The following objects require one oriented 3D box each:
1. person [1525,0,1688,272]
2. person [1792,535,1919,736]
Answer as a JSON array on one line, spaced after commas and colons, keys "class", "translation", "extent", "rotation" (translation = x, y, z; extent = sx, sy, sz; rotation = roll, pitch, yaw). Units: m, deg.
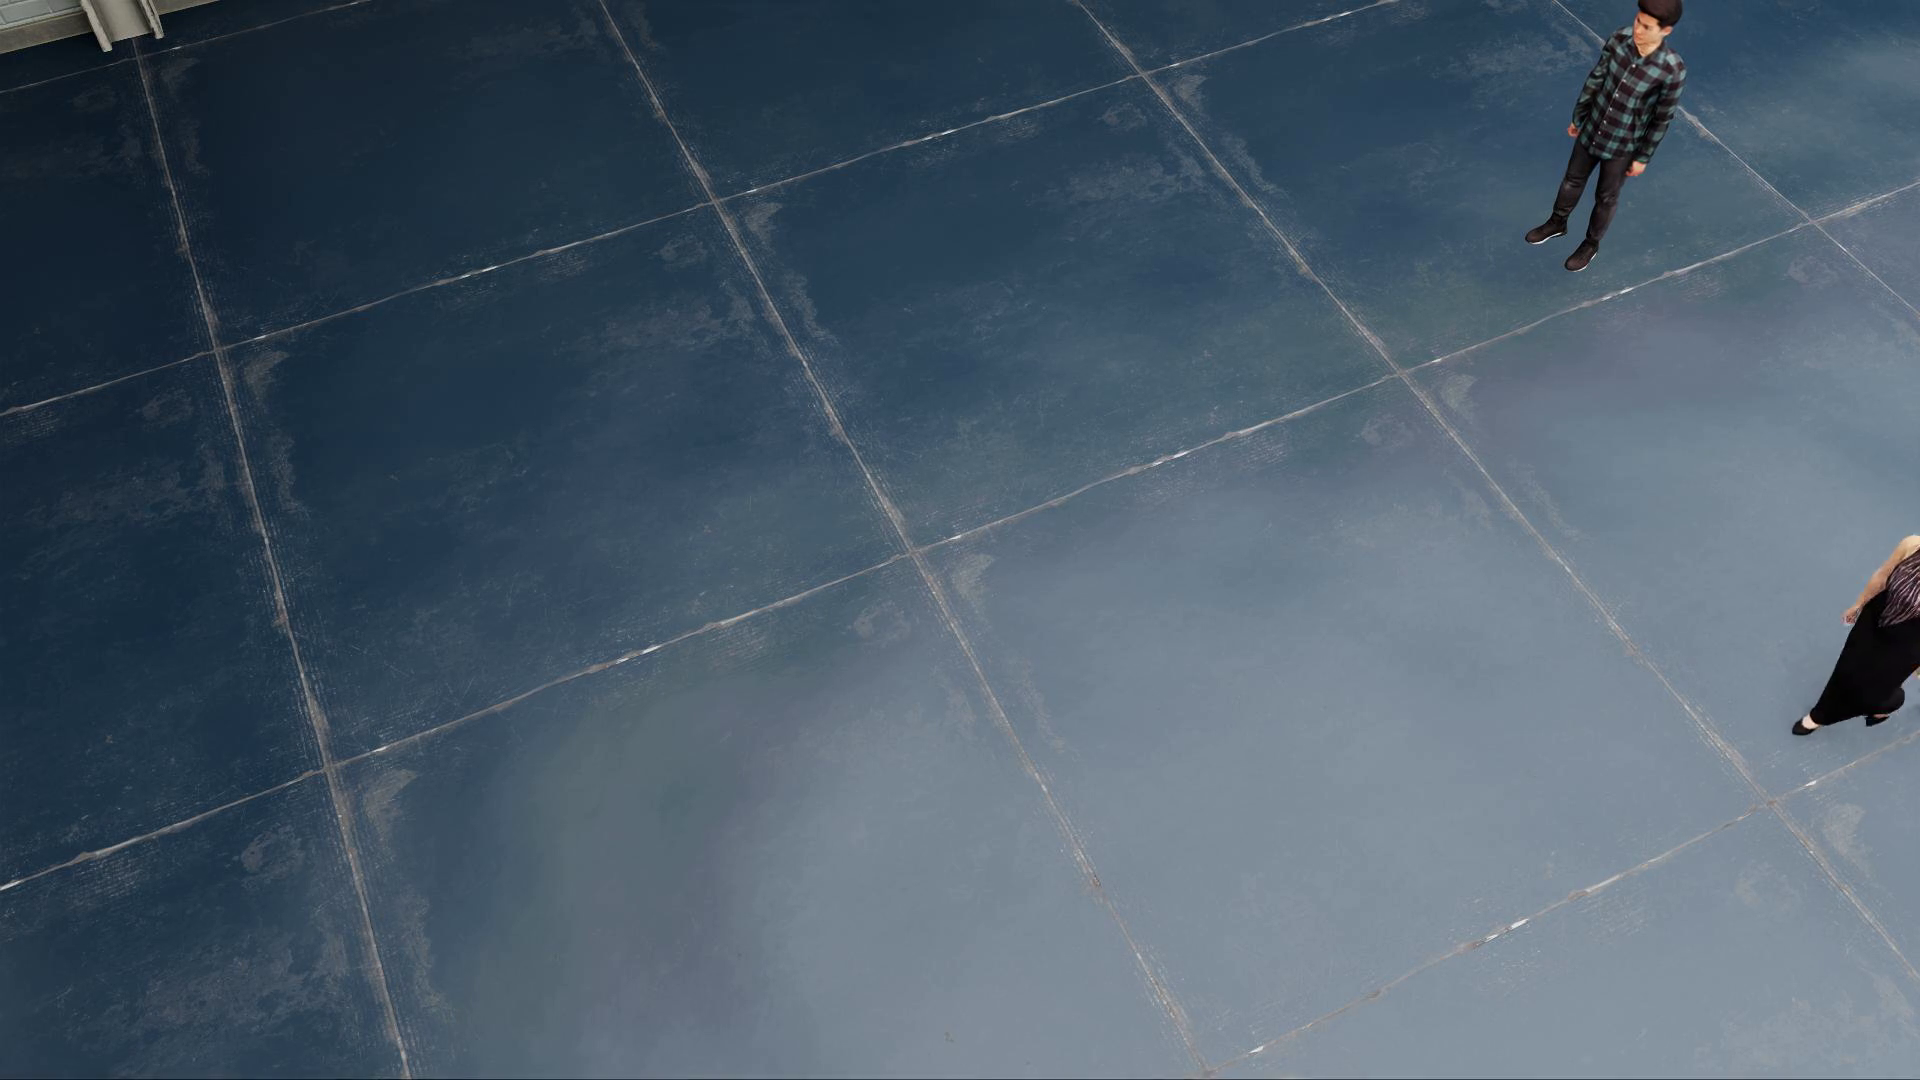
[{"class": "person", "translation": [3.502, -2.202, 8.914], "extent": [0.600, 1.713, 0.723], "rotation": [-31, 58, -22]}, {"class": "person", "translation": [4.168, 0.386, 7.309], "extent": [0.670, 1.594, 0.576], "rotation": [-19, 55, -14]}]
